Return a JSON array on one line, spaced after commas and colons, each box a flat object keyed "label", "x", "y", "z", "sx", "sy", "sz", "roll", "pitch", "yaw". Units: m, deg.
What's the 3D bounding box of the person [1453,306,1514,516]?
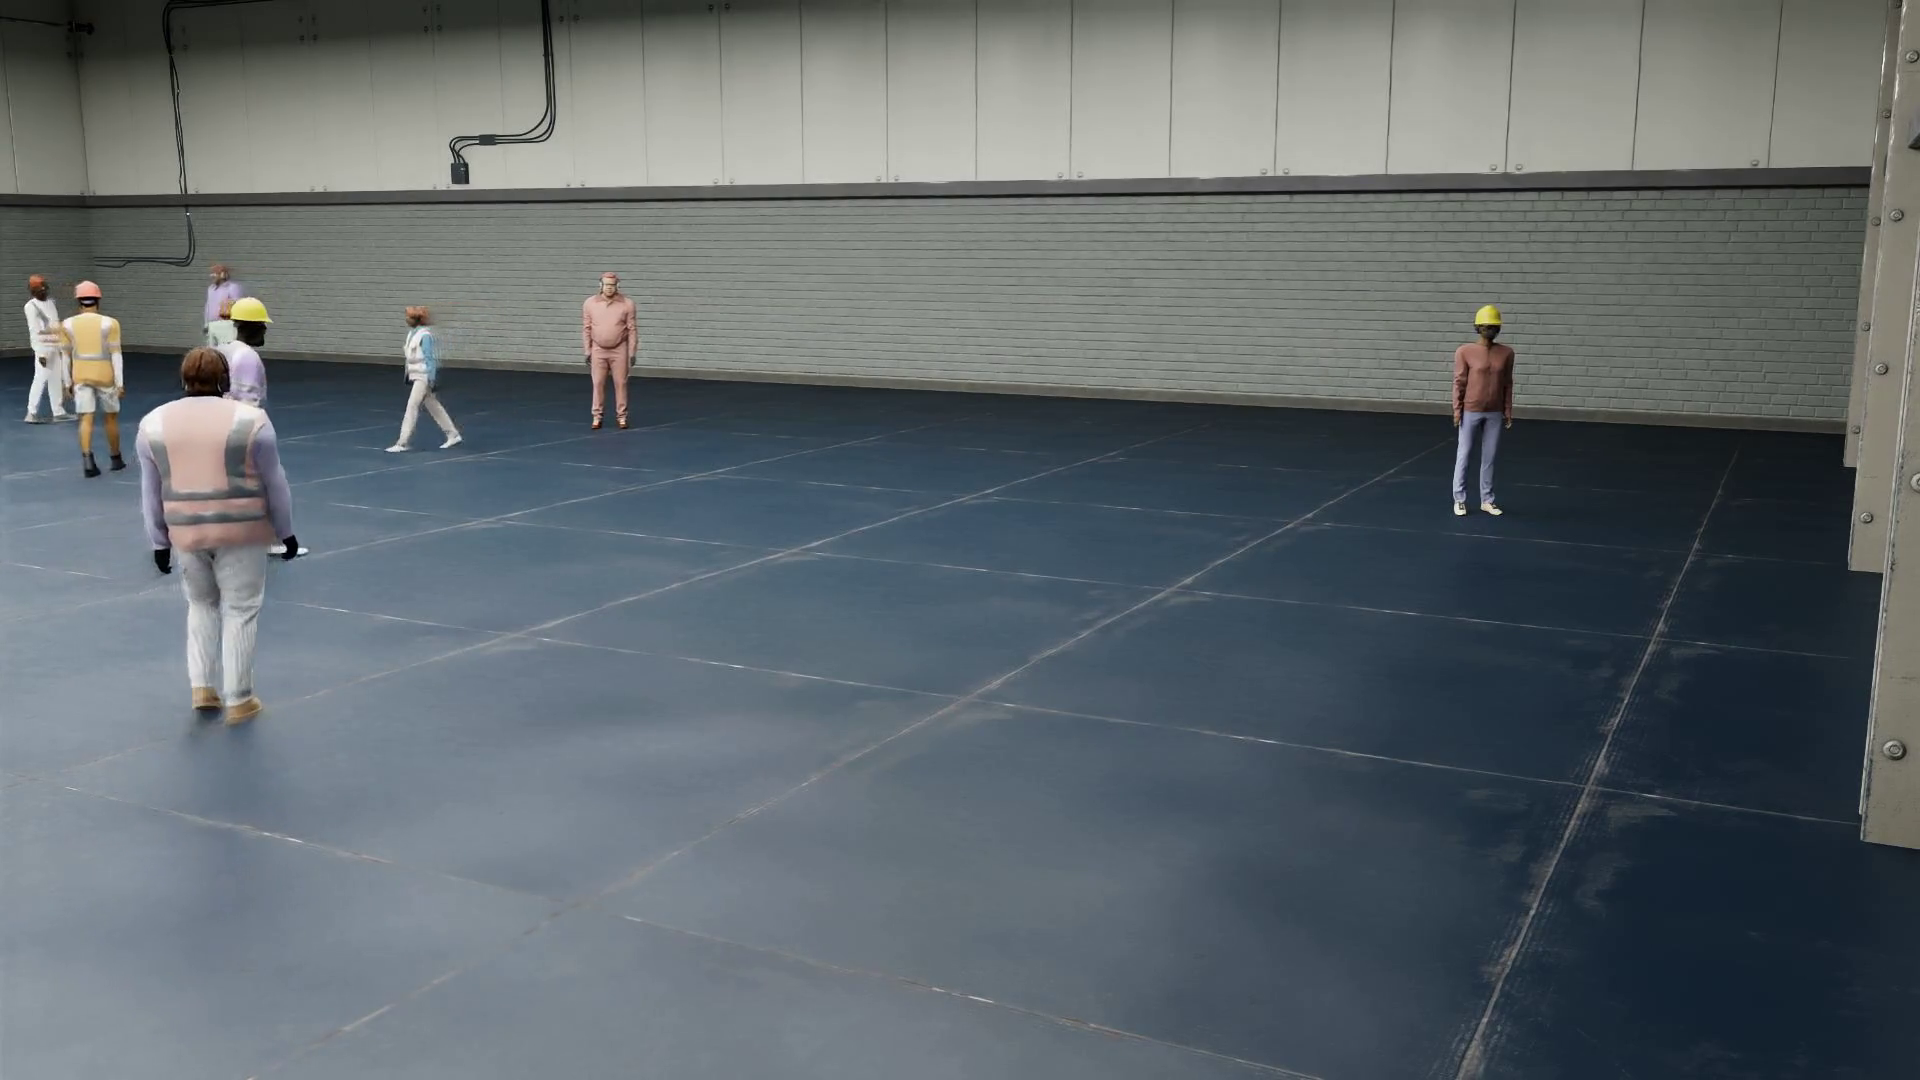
[{"label": "person", "x": 4.394, "y": -1.078, "z": 13.976, "sx": 0.532, "sy": 1.768, "sz": 0.311, "roll": -1, "pitch": 10, "yaw": -7}]

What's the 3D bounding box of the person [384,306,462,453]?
[{"label": "person", "x": -5.882, "y": -1.766, "z": 18.198, "sx": 0.870, "sy": 1.594, "sz": 0.534, "roll": -7, "pitch": 12, "yaw": -33}]

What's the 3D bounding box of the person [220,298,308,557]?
[{"label": "person", "x": -5.102, "y": -0.794, "z": 12.048, "sx": 0.603, "sy": 1.900, "sz": 0.699, "roll": 10, "pitch": 14, "yaw": 43}]

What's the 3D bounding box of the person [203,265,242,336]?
[{"label": "person", "x": -11.630, "y": -3.379, "z": 26.202, "sx": 0.654, "sy": 1.889, "sz": 0.534, "roll": 7, "pitch": 12, "yaw": 33}]

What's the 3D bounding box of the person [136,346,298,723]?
[{"label": "person", "x": -3.558, "y": -0.021, "z": 8.048, "sx": 0.636, "sy": 1.828, "sz": 0.508, "roll": -1, "pitch": 10, "yaw": -3}]

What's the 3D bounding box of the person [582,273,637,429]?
[{"label": "person", "x": -4.259, "y": -2.293, "z": 20.233, "sx": 0.648, "sy": 1.905, "sz": 0.400, "roll": -1, "pitch": 10, "yaw": -6}]

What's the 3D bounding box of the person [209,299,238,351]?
[{"label": "person", "x": -8.715, "y": -2.073, "z": 19.840, "sx": 0.499, "sy": 1.605, "sz": 0.777, "roll": -1, "pitch": 10, "yaw": -4}]

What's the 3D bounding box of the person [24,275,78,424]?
[{"label": "person", "x": -11.477, "y": -2.374, "z": 20.809, "sx": 0.405, "sy": 1.859, "sz": 0.710, "roll": 0, "pitch": 10, "yaw": -3}]

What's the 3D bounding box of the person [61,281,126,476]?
[{"label": "person", "x": -8.539, "y": -1.582, "z": 16.401, "sx": 0.564, "sy": 1.912, "sz": 0.829, "roll": -2, "pitch": 11, "yaw": -13}]
